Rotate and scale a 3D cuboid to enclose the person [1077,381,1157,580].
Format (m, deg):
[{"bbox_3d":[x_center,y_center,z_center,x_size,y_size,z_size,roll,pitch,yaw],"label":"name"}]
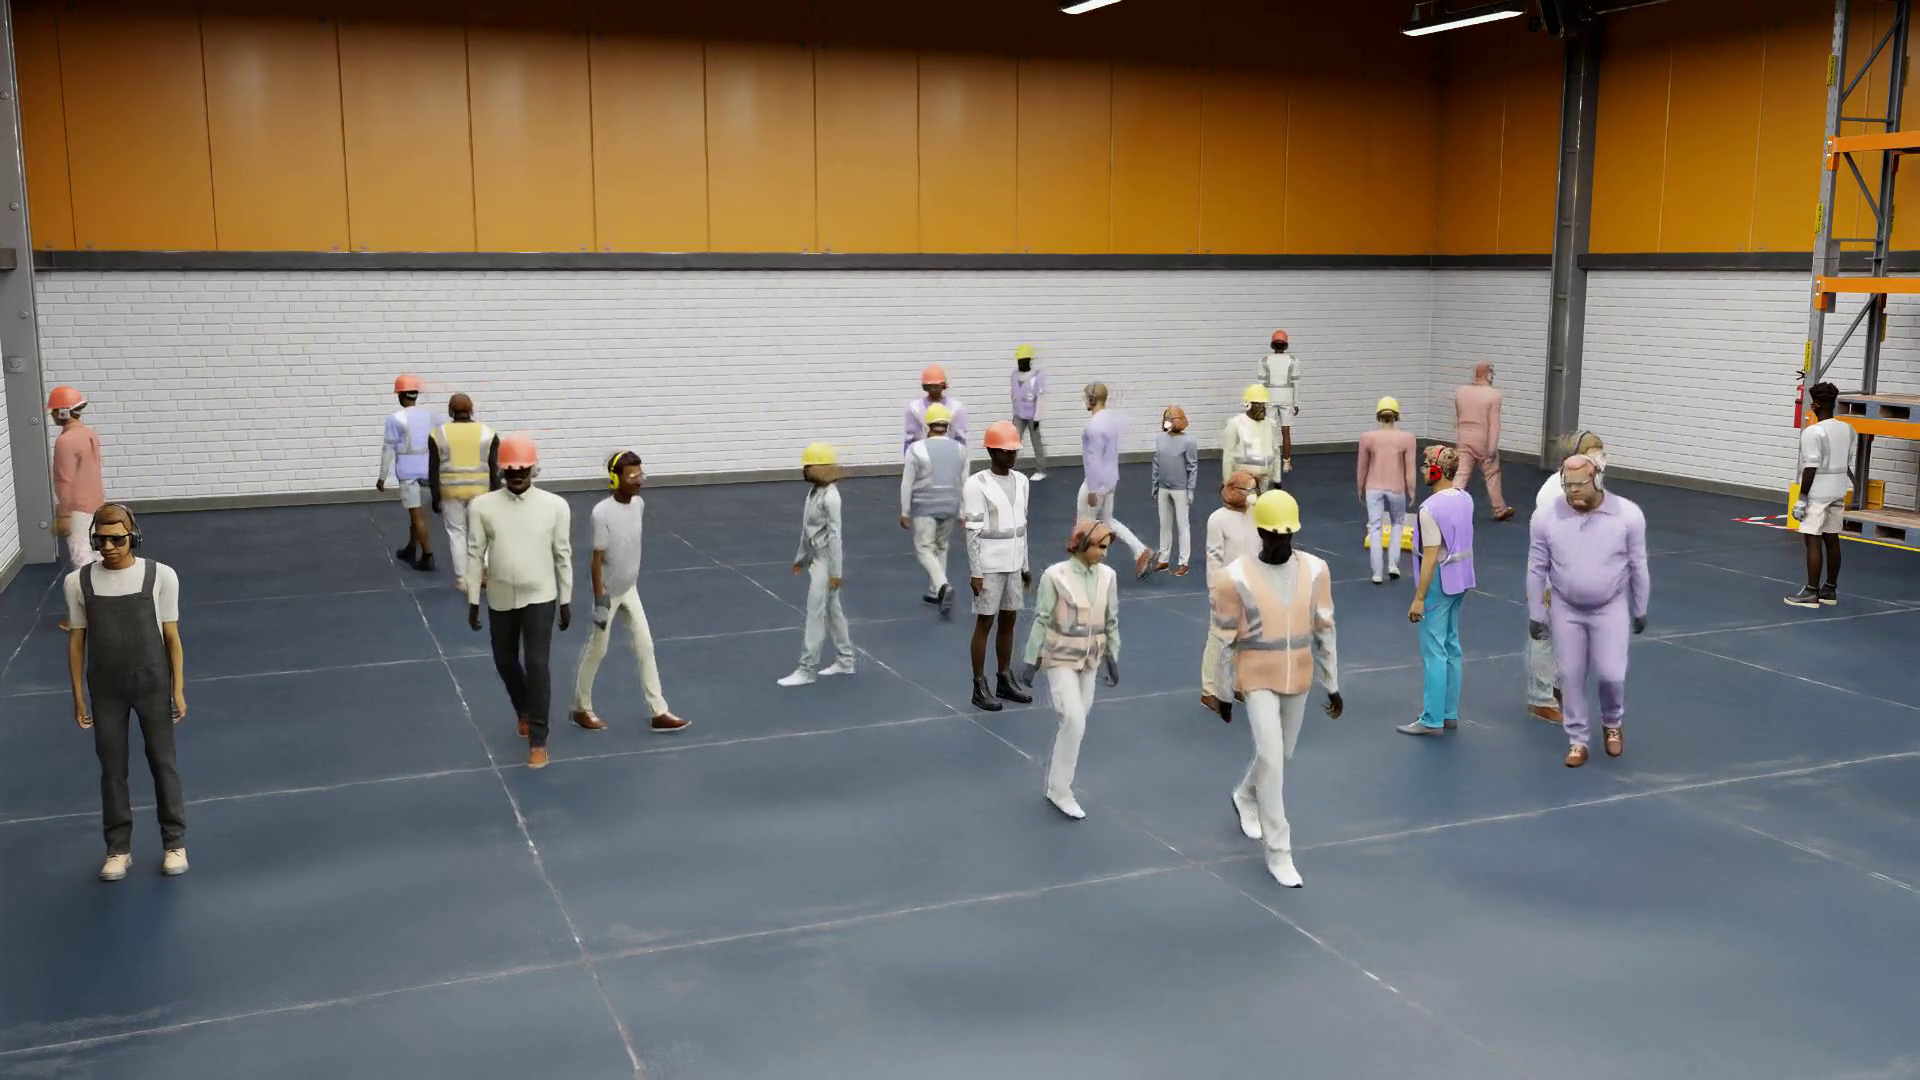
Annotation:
[{"bbox_3d":[1.376,-0.520,15.430,0.825,1.915,0.630,3,10,20],"label":"person"}]

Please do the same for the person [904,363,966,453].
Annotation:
[{"bbox_3d":[-0.251,-0.780,16.676,0.623,2.013,0.701,-1,9,-4],"label":"person"}]

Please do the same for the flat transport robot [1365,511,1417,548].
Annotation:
[{"bbox_3d":[4.737,-0.117,17.901,0.652,0.197,1.431,3,10,17],"label":"flat transport robot"}]

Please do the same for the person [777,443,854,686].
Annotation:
[{"bbox_3d":[-1.018,0.164,11.840,0.524,1.734,0.493,-3,10,-18],"label":"person"}]

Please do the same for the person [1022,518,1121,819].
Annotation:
[{"bbox_3d":[0.648,0.690,8.943,0.570,1.606,0.550,-7,12,-36],"label":"person"}]

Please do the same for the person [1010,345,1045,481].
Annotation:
[{"bbox_3d":[0.869,-1.708,22.678,0.613,1.871,0.974,8,12,39],"label":"person"}]

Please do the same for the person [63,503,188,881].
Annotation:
[{"bbox_3d":[-4.018,0.730,8.039,0.505,1.841,0.332,-3,10,-19],"label":"person"}]

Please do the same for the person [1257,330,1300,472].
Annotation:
[{"bbox_3d":[4.560,-1.983,23.848,0.608,2.044,0.370,2,10,10],"label":"person"}]

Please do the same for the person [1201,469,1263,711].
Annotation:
[{"bbox_3d":[1.847,0.329,11.116,0.507,1.628,0.285,-6,11,-31],"label":"person"}]

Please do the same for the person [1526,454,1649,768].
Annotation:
[{"bbox_3d":[3.682,0.417,9.815,0.675,1.874,0.507,5,11,27],"label":"person"}]

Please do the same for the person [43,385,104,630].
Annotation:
[{"bbox_3d":[-7.208,-0.264,13.586,0.392,1.995,0.614,-1,9,-6],"label":"person"}]

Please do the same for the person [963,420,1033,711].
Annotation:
[{"bbox_3d":[0.276,0.164,11.160,0.545,1.939,0.354,-9,13,-43],"label":"person"}]

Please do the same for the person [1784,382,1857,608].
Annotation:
[{"bbox_3d":[7.473,-0.390,14.440,0.605,1.962,0.373,-5,11,-27],"label":"person"}]

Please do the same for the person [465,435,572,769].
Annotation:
[{"bbox_3d":[-2.663,0.331,10.083,0.628,1.969,0.871,-1,9,-6],"label":"person"}]

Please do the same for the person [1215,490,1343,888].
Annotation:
[{"bbox_3d":[1.537,0.668,8.266,0.596,1.896,0.927,-3,10,-16],"label":"person"}]

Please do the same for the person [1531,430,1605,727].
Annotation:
[{"bbox_3d":[3.909,0.255,10.668,0.647,1.924,0.440,-6,11,-34],"label":"person"}]

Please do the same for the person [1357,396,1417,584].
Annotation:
[{"bbox_3d":[3.988,-0.475,15.583,0.545,1.744,0.592,2,10,15],"label":"person"}]

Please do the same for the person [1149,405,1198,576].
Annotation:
[{"bbox_3d":[2.045,-0.476,15.955,0.283,1.634,0.498,-9,13,-43],"label":"person"}]

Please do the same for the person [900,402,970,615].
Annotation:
[{"bbox_3d":[-0.185,-0.261,14.143,0.592,1.806,0.767,-5,11,-27],"label":"person"}]

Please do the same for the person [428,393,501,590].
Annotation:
[{"bbox_3d":[-4.469,-0.418,15.030,0.631,1.825,0.601,-4,10,-22],"label":"person"}]

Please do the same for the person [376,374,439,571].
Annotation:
[{"bbox_3d":[-5.426,-0.661,16.252,0.878,1.900,0.568,6,11,34],"label":"person"}]

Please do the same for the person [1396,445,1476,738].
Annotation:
[{"bbox_3d":[3.024,0.324,10.466,0.388,1.846,0.565,8,12,38],"label":"person"}]

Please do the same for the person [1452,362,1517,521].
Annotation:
[{"bbox_3d":[6.006,-1.107,19.110,0.966,1.857,0.649,-7,12,-37],"label":"person"}]

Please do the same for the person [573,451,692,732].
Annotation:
[{"bbox_3d":[-2.128,0.340,10.492,0.904,1.805,0.539,5,11,27],"label":"person"}]

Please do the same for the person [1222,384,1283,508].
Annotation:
[{"bbox_3d":[2.869,-0.608,16.201,0.593,1.814,0.474,-6,11,-32],"label":"person"}]
